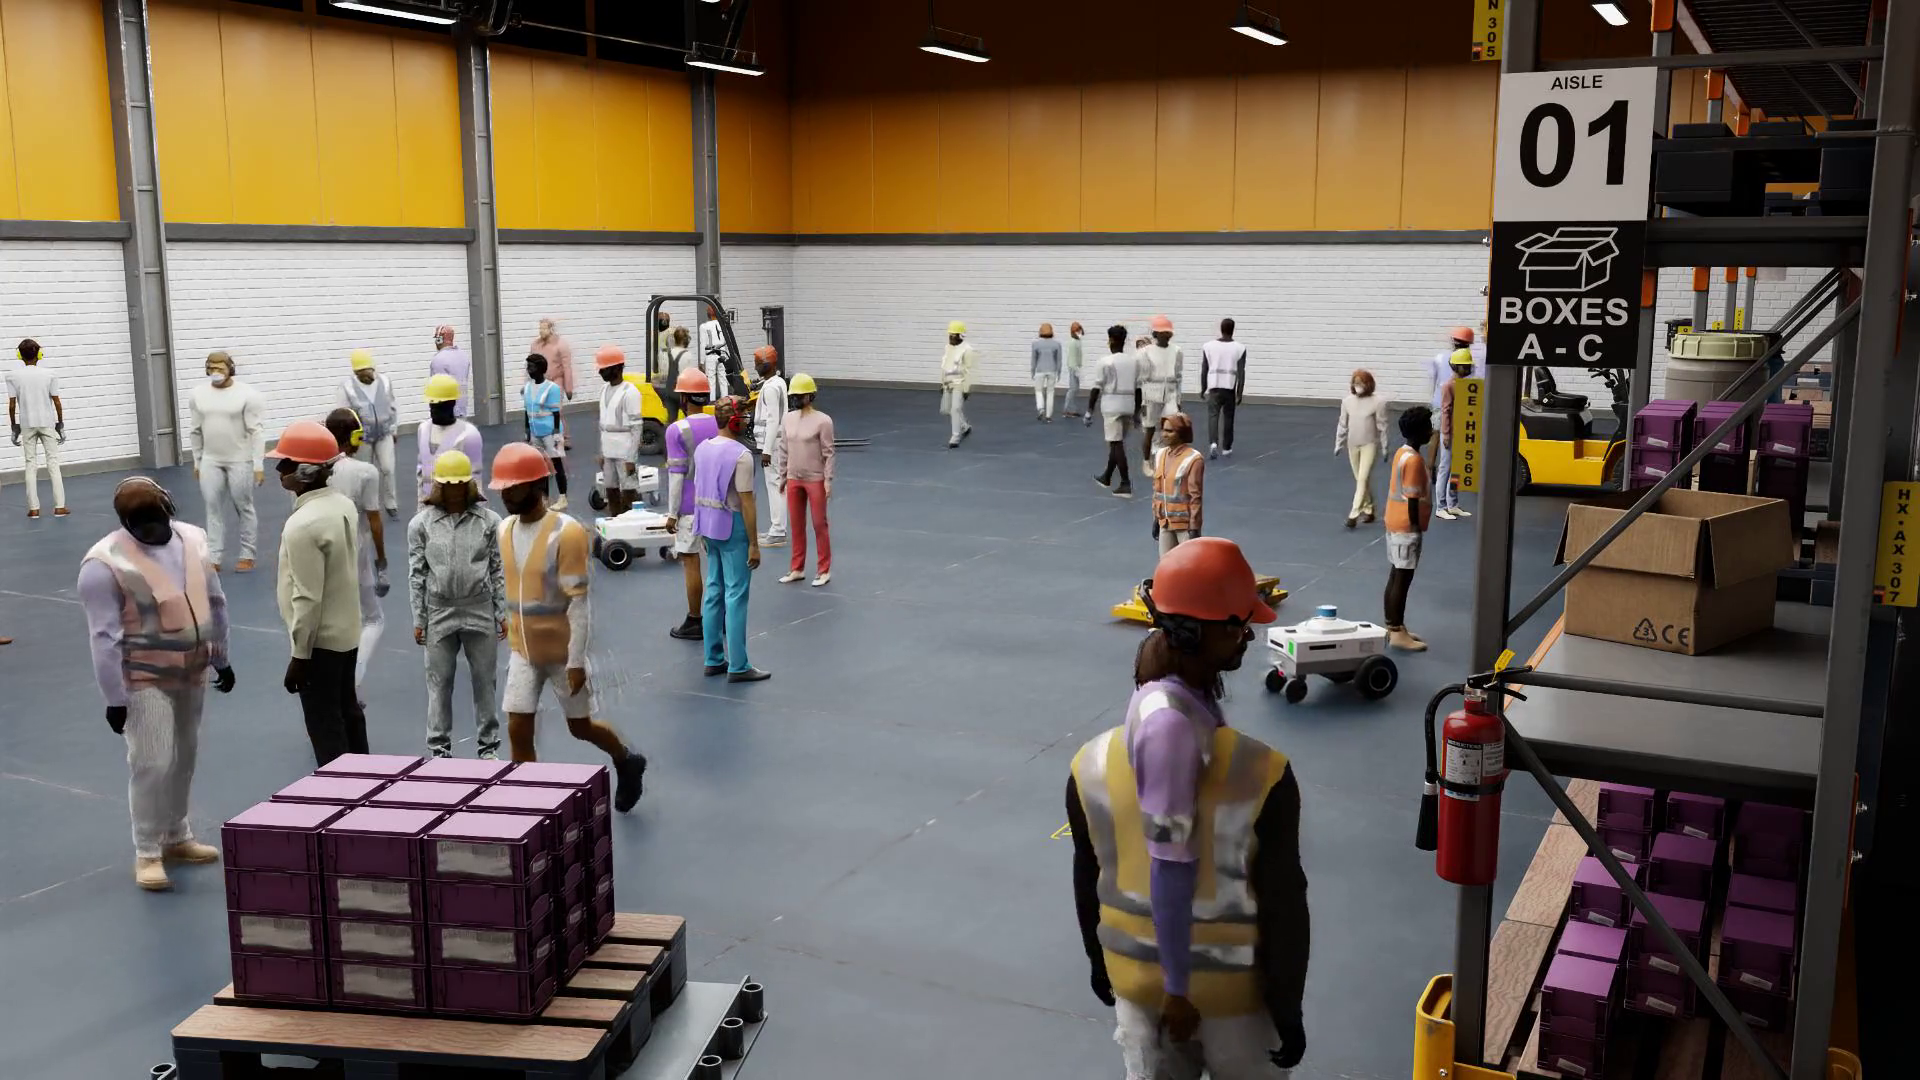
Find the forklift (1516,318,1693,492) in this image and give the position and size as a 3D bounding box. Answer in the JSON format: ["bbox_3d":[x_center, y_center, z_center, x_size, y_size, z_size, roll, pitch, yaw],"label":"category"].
[{"bbox_3d":[7.066,-1.601,18.899,2.313,2.155,1.214,5,11,27],"label":"forklift"}]

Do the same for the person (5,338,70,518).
[{"bbox_3d":[-9.580,-1.160,17.281,0.508,1.874,0.329,-5,11,-25],"label":"person"}]

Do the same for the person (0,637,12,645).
[{"bbox_3d":[-6.791,-0.162,11.408,0.400,1.905,0.645,-2,10,-13],"label":"person"}]

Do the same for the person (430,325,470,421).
[{"bbox_3d":[-5.967,-1.541,19.388,0.402,1.906,0.652,2,10,13],"label":"person"}]

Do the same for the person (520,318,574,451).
[{"bbox_3d":[-5.660,-2.086,22.698,0.665,1.856,0.993,6,12,32],"label":"person"}]

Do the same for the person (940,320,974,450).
[{"bbox_3d":[-0.032,-2.166,23.245,0.521,1.818,0.613,-7,12,-34],"label":"person"}]

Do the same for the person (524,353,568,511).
[{"bbox_3d":[-4.427,-1.144,17.727,0.536,1.688,0.326,7,12,35],"label":"person"}]

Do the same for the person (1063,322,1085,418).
[{"bbox_3d":[1.921,-2.825,27.715,0.345,1.599,0.602,2,10,14],"label":"person"}]

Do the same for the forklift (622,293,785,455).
[{"bbox_3d":[-3.588,-2.317,23.042,2.313,2.155,1.214,-1,10,-5],"label":"forklift"}]

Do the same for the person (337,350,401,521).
[{"bbox_3d":[-6.023,-1.062,17.010,0.615,1.771,0.700,-6,12,-32],"label":"person"}]

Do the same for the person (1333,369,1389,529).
[{"bbox_3d":[4.012,-0.918,16.677,0.777,1.589,0.514,-10,14,-44],"label":"person"}]

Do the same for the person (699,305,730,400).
[{"bbox_3d":[-4.157,-3.051,28.191,0.583,1.884,0.350,-8,13,-38],"label":"person"}]

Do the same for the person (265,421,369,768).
[{"bbox_3d":[-2.918,0.450,7.596,0.375,1.997,0.611,0,10,-2],"label":"person"}]

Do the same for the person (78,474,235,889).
[{"bbox_3d":[-3.477,0.601,7.253,0.448,1.813,0.689,3,10,18],"label":"person"}]

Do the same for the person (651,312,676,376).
[{"bbox_3d":[-4.572,-2.593,25.661,0.429,1.843,0.633,-7,12,-34],"label":"person"}]

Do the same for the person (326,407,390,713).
[{"bbox_3d":[-3.618,0.151,9.758,0.567,1.846,0.462,2,10,9],"label":"person"}]

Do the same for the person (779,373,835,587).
[{"bbox_3d":[-1.284,-0.494,13.737,0.533,1.765,0.331,6,11,30],"label":"person"}]

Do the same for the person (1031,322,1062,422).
[{"bbox_3d":[1.401,-2.717,27.039,0.513,1.627,0.381,0,10,-2],"label":"person"}]

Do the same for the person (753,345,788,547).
[{"bbox_3d":[-1.773,-0.880,15.614,0.356,1.887,0.572,0,10,0],"label":"person"}]

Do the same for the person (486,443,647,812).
[{"bbox_3d":[-1.875,0.469,7.779,0.555,1.900,0.903,5,11,27],"label":"person"}]

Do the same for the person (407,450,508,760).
[{"bbox_3d":[-2.588,0.400,8.622,0.493,1.742,0.299,-4,11,-21],"label":"person"}]

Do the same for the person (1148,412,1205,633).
[{"bbox_3d":[1.553,-0.097,11.832,0.318,1.630,0.513,-6,12,-32],"label":"person"}]

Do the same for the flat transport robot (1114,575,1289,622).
[{"bbox_3d":[1.868,0.423,12.745,0.652,0.197,1.431,9,13,41],"label":"flat transport robot"}]

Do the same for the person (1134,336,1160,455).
[{"bbox_3d":[2.555,-1.958,22.616,0.546,1.611,0.416,6,11,29],"label":"person"}]

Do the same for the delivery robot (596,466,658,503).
[{"bbox_3d":[-3.568,-0.648,17.855,0.477,0.478,0.707,6,11,30],"label":"delivery robot"}]

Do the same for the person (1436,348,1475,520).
[{"bbox_3d":[5.150,-1.098,17.228,0.523,1.769,0.310,-10,14,-44],"label":"person"}]

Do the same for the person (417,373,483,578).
[{"bbox_3d":[-3.600,-0.216,11.683,0.647,1.914,0.509,6,12,32],"label":"person"}]

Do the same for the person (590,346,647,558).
[{"bbox_3d":[-3.096,-0.767,14.920,0.500,1.935,0.556,-10,14,-44],"label":"person"}]

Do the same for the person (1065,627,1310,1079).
[{"bbox_3d":[0.572,1.126,4.256,0.661,1.802,0.467,5,11,27],"label":"person"}]

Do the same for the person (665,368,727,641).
[{"bbox_3d":[-1.876,-0.254,11.844,0.355,1.939,0.544,8,13,40],"label":"person"}]

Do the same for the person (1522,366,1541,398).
[{"bbox_3d":[8.737,-2.396,25.125,0.560,1.620,0.540,-4,11,-23],"label":"person"}]

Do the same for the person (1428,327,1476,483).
[{"bbox_3d":[5.911,-1.622,19.996,0.556,1.870,1.042,6,12,32],"label":"person"}]

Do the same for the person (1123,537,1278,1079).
[{"bbox_3d":[0.596,0.997,4.299,0.391,2.040,0.615,1,10,8],"label":"person"}]

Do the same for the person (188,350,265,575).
[{"bbox_3d":[-6.253,-0.644,14.157,0.638,1.940,0.494,0,10,-2],"label":"person"}]

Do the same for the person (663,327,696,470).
[{"bbox_3d":[-3.516,-1.819,21.295,0.522,1.804,0.911,4,11,23],"label":"person"}]

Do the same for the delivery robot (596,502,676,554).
[{"bbox_3d":[-2.828,-0.093,14.640,0.707,0.478,0.477,-4,11,-21],"label":"delivery robot"}]

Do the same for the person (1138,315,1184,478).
[{"bbox_3d":[2.456,-1.691,20.017,0.622,1.985,1.047,-3,10,-14],"label":"person"}]

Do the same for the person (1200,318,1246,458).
[{"bbox_3d":[3.536,-2.050,22.409,0.609,1.886,0.915,2,10,12],"label":"person"}]

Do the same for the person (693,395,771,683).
[{"bbox_3d":[-1.498,-0.006,10.676,0.372,1.843,0.571,-9,13,-42],"label":"person"}]

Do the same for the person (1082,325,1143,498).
[{"bbox_3d":[1.706,-1.474,18.931,0.633,1.918,0.953,-6,12,-33],"label":"person"}]

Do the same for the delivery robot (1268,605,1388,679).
[{"bbox_3d":[2.281,0.651,10.335,0.707,0.478,0.477,-3,10,-16],"label":"delivery robot"}]

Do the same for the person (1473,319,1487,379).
[{"bbox_3d":[7.031,-1.988,22.019,0.987,1.902,0.632,-1,10,-5],"label":"person"}]

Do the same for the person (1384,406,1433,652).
[{"bbox_3d":[3.119,-0.085,11.562,0.317,1.695,0.540,1,10,7],"label":"person"}]
